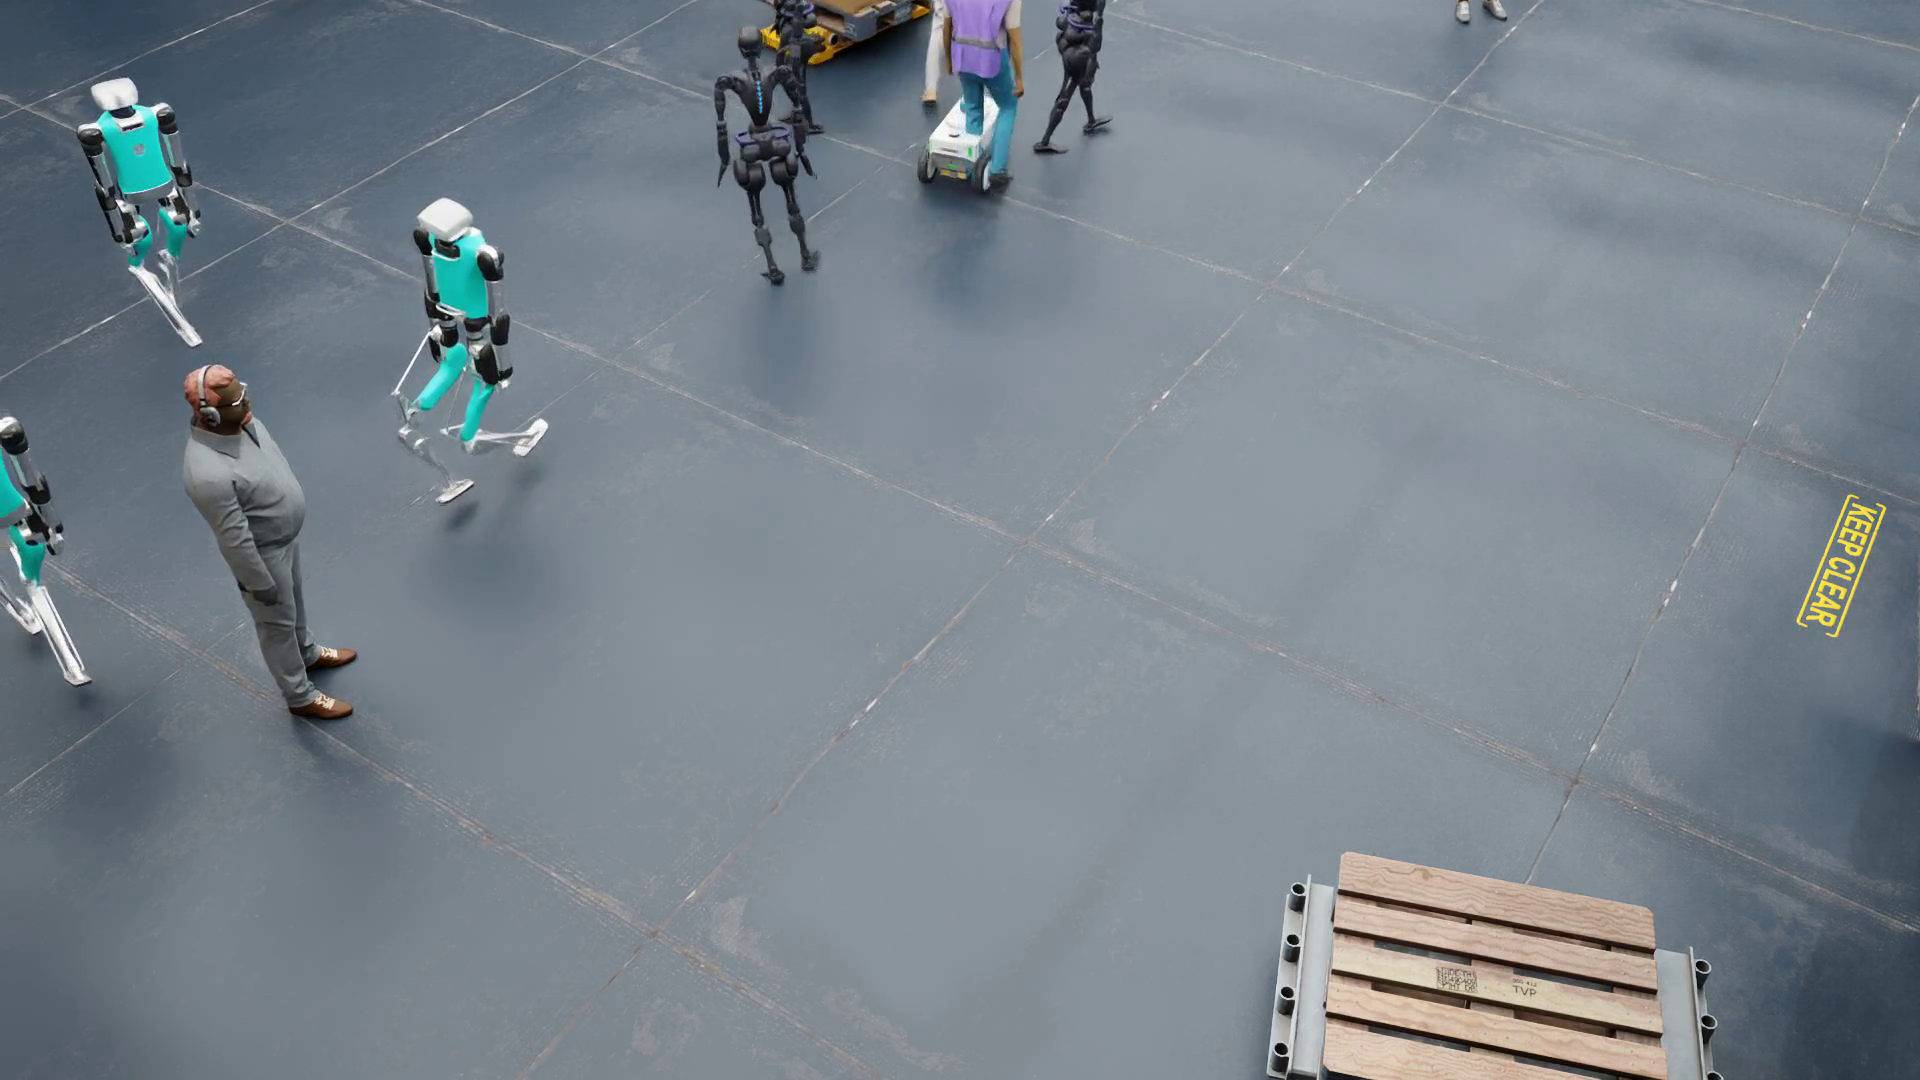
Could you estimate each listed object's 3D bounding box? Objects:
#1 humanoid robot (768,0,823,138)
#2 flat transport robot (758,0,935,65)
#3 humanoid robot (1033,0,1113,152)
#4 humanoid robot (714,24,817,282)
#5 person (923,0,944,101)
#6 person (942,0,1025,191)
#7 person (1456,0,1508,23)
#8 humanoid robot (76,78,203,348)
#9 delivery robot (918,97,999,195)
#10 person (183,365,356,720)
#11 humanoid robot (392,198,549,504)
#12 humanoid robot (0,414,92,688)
[{"bbox_3d":[-1.200,-3.634,11.792,0.330,1.653,0.599,-13,44,-15],"label":"humanoid robot"},{"bbox_3d":[-0.906,-4.287,13.577,0.659,0.231,1.431,31,50,30],"label":"flat transport robot"},{"bbox_3d":[0.845,-3.535,11.703,0.679,1.607,0.609,-10,43,-11],"label":"humanoid robot"},{"bbox_3d":[-1.226,-2.408,10.439,0.628,1.644,0.408,-14,44,-15],"label":"humanoid robot"},{"bbox_3d":[-0.040,-4.186,12.311,0.532,1.821,0.970,14,44,15],"label":"person"},{"bbox_3d":[0.165,-3.208,11.200,0.634,1.819,0.507,15,44,16],"label":"person"},{"bbox_3d":[4.342,-5.115,13.252,0.550,1.938,0.430,-6,42,-7],"label":"person"},{"bbox_3d":[-4.869,-1.958,9.935,0.545,1.861,0.832,-30,50,-29],"label":"humanoid robot"},{"bbox_3d":[0.042,-2.809,11.722,0.499,0.614,0.812,14,44,15],"label":"delivery robot"},{"bbox_3d":[-3.130,0.007,7.543,0.406,1.910,0.636,-7,42,-7],"label":"person"},{"bbox_3d":[-2.648,-0.899,8.684,0.557,1.737,1.030,21,46,22],"label":"humanoid robot"},{"bbox_3d":[-4.527,-0.073,7.755,0.530,1.708,1.050,-32,51,-31],"label":"humanoid robot"}]
